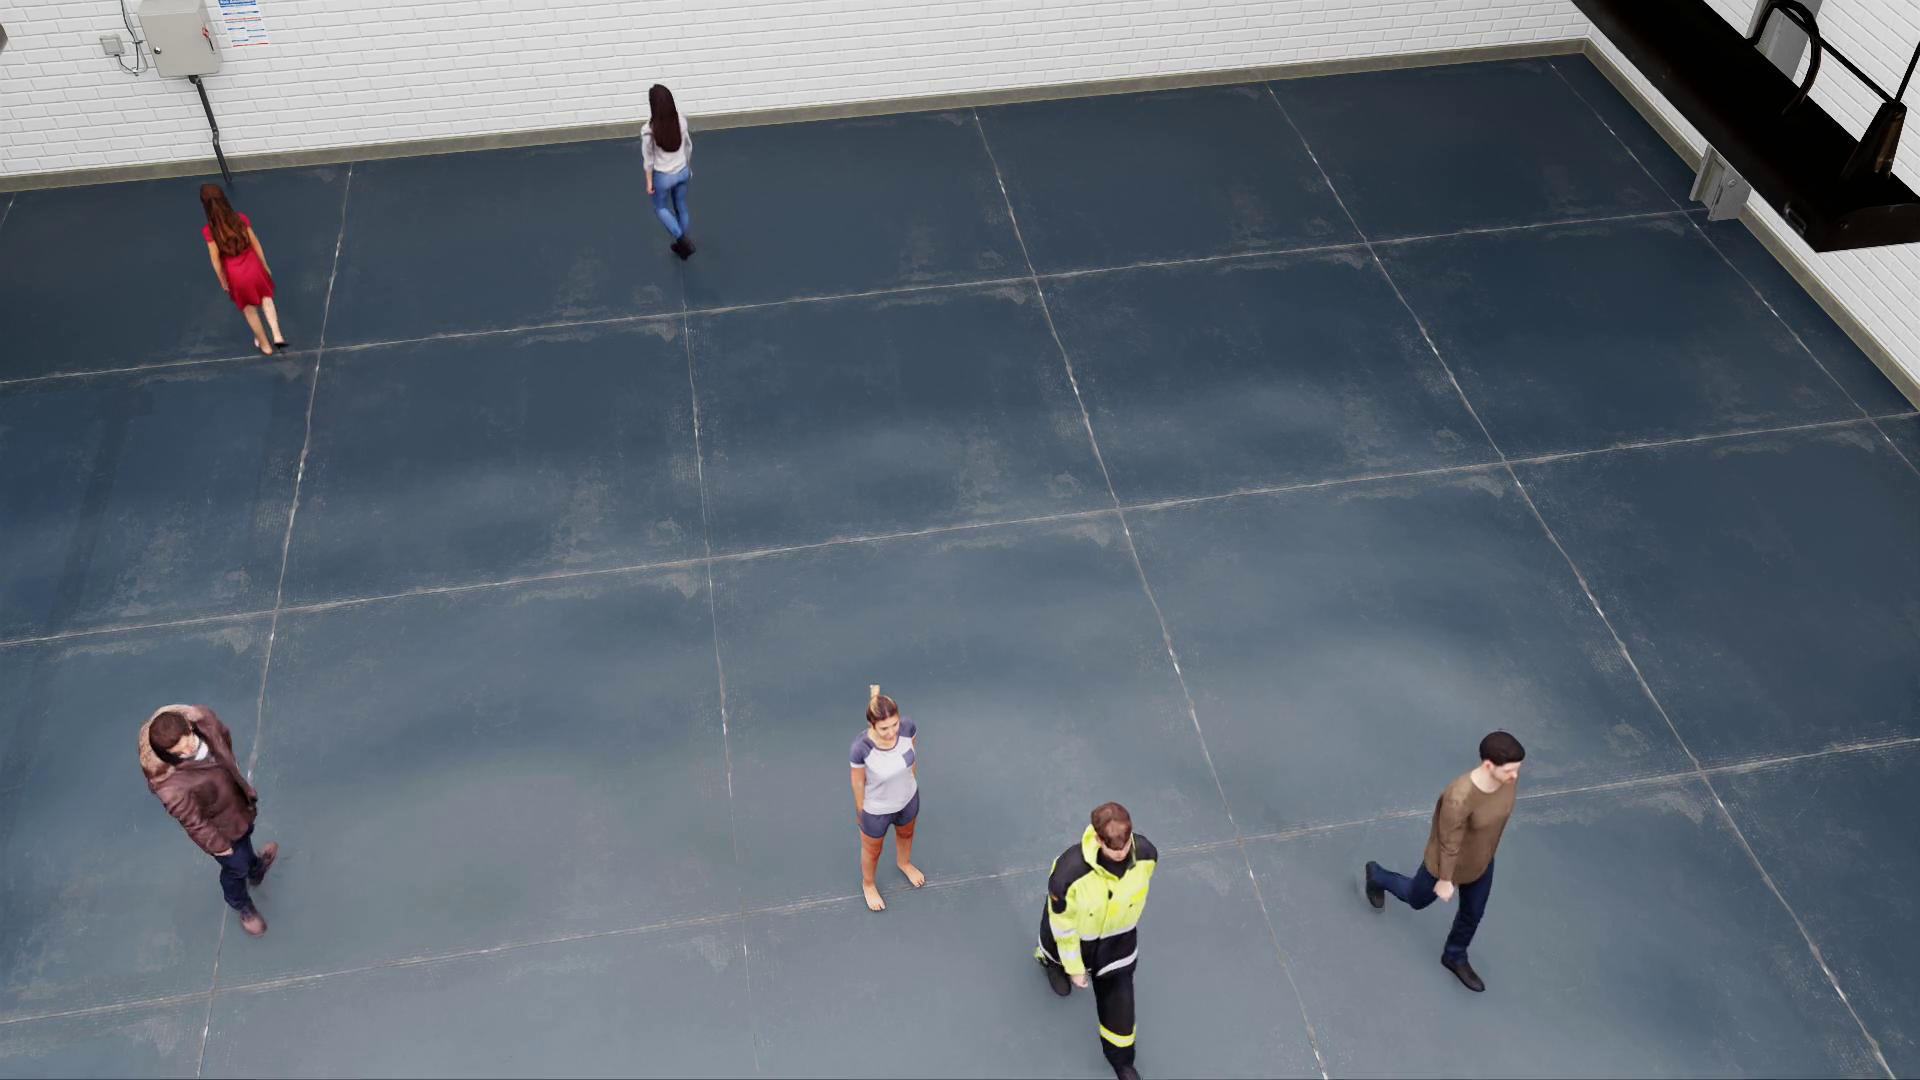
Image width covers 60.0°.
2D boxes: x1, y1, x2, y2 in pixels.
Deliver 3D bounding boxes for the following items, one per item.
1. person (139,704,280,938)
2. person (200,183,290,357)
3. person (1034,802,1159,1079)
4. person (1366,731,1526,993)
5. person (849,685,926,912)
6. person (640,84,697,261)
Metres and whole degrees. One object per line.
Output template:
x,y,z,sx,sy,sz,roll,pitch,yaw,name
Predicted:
-4.094,1.420,9.135,0.971,1.807,0.639,-9,44,-9,person
-5.571,-2.067,12.987,0.723,1.542,0.823,-29,50,-27,person
0.631,1.910,8.530,0.848,1.931,1.246,-13,45,-14,person
2.599,1.630,8.875,0.902,1.861,1.200,-22,48,-21,person
-0.405,1.431,9.256,0.654,1.625,0.657,-26,49,-24,person
-2.381,-3.019,13.929,0.777,1.621,0.828,-30,51,-28,person
